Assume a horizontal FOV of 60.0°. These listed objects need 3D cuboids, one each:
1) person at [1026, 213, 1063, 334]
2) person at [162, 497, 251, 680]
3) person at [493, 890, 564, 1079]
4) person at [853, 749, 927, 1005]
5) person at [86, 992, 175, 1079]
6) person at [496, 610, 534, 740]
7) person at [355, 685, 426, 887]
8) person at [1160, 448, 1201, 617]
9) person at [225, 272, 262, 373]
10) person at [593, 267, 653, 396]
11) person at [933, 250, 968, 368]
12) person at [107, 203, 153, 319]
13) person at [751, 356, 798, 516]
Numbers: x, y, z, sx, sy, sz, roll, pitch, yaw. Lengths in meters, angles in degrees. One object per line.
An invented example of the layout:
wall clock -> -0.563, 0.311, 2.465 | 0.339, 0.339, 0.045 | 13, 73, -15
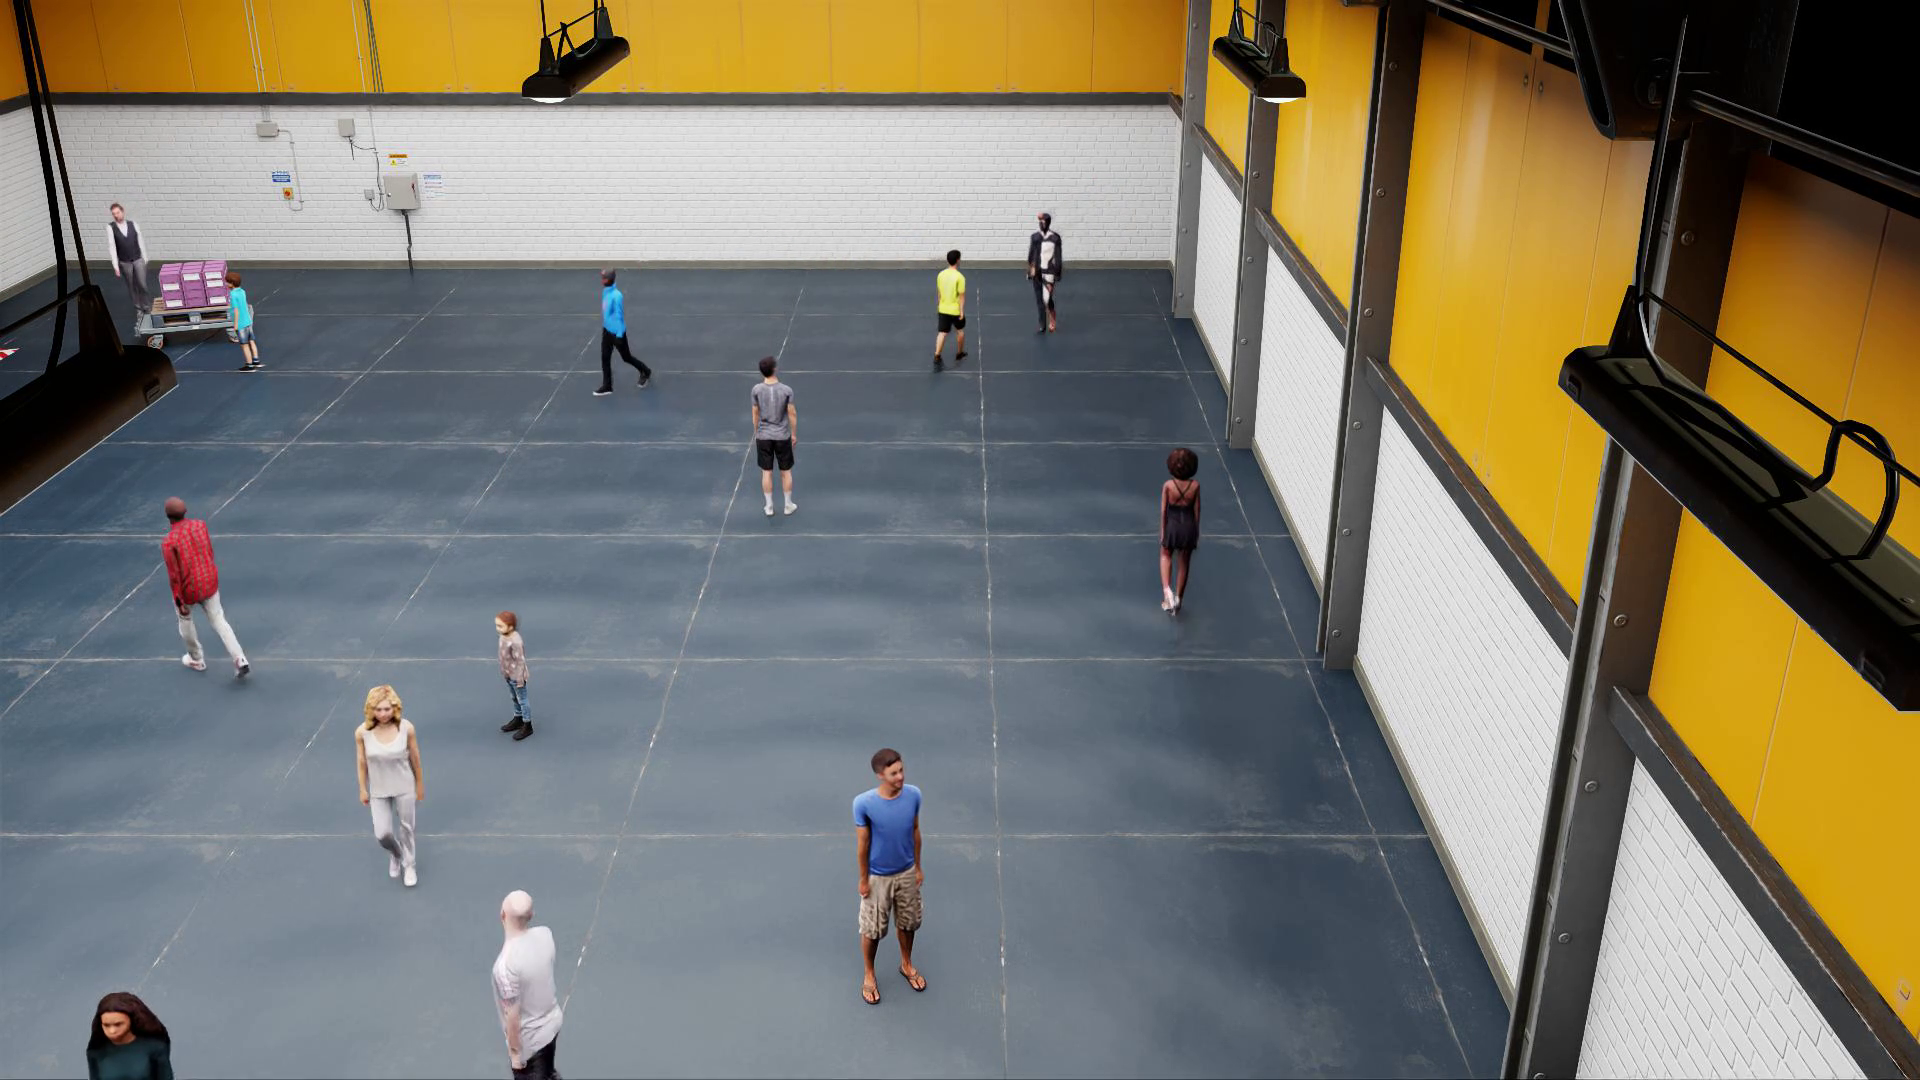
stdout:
person -> 1.339, -4.146, 25.742 | 0.786, 1.881, 0.798 | 11, 26, 24
person -> -6.975, 0.457, 15.318 | 1.165, 1.796, 1.209 | 16, 28, 33
person -> -2.472, 2.920, 9.665 | 0.988, 1.811, 0.623 | 0, 24, 1
person -> -0.478, 2.218, 11.208 | 0.719, 1.862, 0.697 | -9, 25, -20
person -> -4.586, 3.176, 9.338 | 0.648, 1.604, 0.942 | -3, 24, -7
person -> -3.878, 1.149, 14.486 | 0.621, 1.194, 0.550 | -19, 30, -37
person -> -4.236, 1.795, 12.429 | 0.692, 1.659, 0.694 | -7, 25, -15
person -> 2.183, -0.035, 16.467 | 0.573, 1.778, 0.679 | 1, 24, 3
person -> -10.372, -3.161, 24.029 | 0.582, 1.449, 0.407 | 1, 24, 2
person -> -4.683, -2.887, 23.004 | 1.154, 1.767, 1.113 | -21, 31, -40
person -> -0.166, -3.329, 24.131 | 0.902, 1.674, 1.167 | 10, 25, 21
person -> -13.112, -4.417, 26.327 | 0.898, 1.909, 1.011 | -16, 28, -32
person -> -2.125, -1.187, 18.983 | 0.648, 1.872, 0.546 | 1, 24, 2
